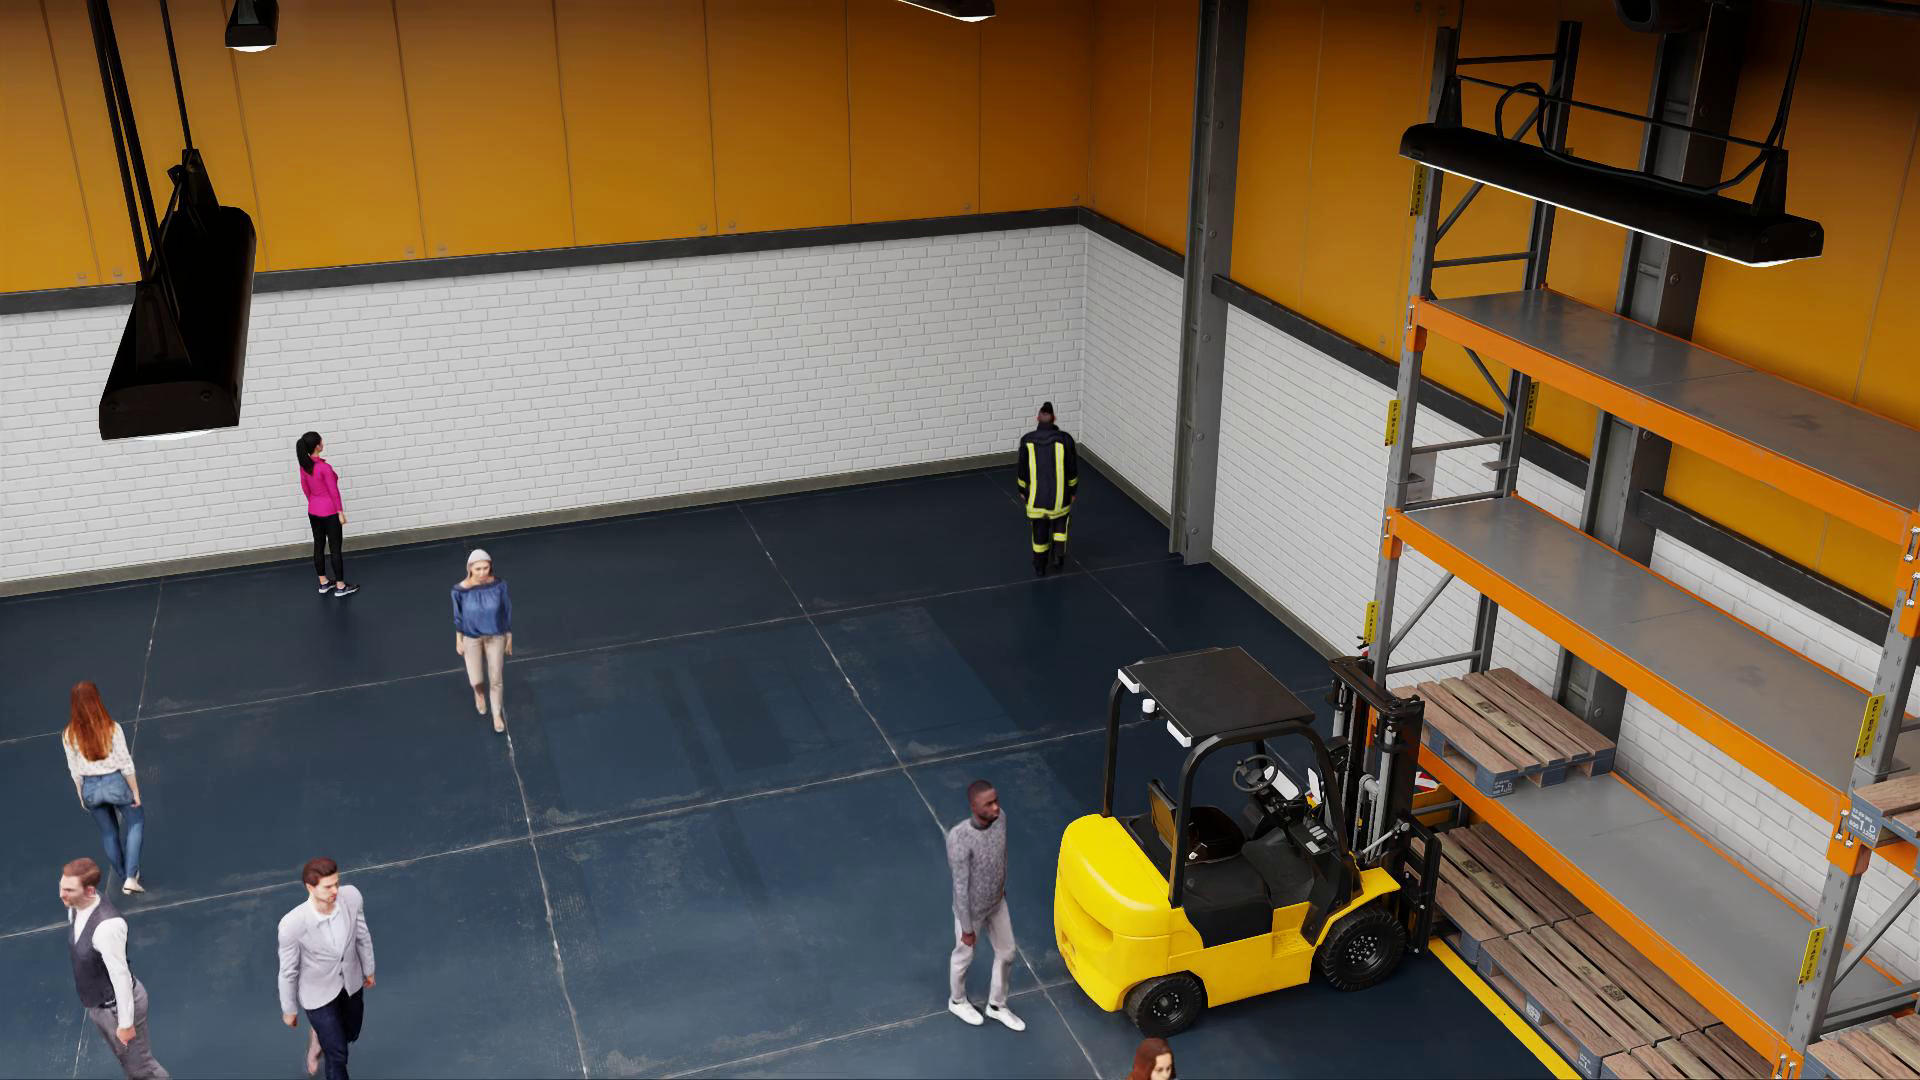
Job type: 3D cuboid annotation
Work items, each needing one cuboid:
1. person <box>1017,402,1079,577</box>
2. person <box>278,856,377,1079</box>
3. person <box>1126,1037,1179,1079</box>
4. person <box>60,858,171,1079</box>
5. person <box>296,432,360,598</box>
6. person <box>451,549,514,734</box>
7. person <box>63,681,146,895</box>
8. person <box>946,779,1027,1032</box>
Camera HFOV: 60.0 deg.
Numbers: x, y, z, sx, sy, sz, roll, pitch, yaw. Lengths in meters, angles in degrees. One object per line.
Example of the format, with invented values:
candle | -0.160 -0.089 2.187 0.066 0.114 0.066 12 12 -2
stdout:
person | 0.885 -0.493 16.802 0.904 1.852 0.899 2 24 4
person | -3.746 2.601 9.773 1.208 1.812 1.056 20 31 38
person | 0.957 3.217 8.796 0.571 1.466 0.637 -8 25 -17
person | -4.830 2.634 9.541 0.860 1.939 0.727 -19 30 -37
person | -6.310 -0.269 16.478 0.686 1.700 0.747 11 26 23
person | -4.028 0.812 14.034 0.642 1.677 0.737 -10 25 -21
person | -6.022 1.810 11.701 0.613 1.718 0.765 -6 24 -13
person | 0.051 2.269 10.525 0.944 1.818 0.891 20 30 37
